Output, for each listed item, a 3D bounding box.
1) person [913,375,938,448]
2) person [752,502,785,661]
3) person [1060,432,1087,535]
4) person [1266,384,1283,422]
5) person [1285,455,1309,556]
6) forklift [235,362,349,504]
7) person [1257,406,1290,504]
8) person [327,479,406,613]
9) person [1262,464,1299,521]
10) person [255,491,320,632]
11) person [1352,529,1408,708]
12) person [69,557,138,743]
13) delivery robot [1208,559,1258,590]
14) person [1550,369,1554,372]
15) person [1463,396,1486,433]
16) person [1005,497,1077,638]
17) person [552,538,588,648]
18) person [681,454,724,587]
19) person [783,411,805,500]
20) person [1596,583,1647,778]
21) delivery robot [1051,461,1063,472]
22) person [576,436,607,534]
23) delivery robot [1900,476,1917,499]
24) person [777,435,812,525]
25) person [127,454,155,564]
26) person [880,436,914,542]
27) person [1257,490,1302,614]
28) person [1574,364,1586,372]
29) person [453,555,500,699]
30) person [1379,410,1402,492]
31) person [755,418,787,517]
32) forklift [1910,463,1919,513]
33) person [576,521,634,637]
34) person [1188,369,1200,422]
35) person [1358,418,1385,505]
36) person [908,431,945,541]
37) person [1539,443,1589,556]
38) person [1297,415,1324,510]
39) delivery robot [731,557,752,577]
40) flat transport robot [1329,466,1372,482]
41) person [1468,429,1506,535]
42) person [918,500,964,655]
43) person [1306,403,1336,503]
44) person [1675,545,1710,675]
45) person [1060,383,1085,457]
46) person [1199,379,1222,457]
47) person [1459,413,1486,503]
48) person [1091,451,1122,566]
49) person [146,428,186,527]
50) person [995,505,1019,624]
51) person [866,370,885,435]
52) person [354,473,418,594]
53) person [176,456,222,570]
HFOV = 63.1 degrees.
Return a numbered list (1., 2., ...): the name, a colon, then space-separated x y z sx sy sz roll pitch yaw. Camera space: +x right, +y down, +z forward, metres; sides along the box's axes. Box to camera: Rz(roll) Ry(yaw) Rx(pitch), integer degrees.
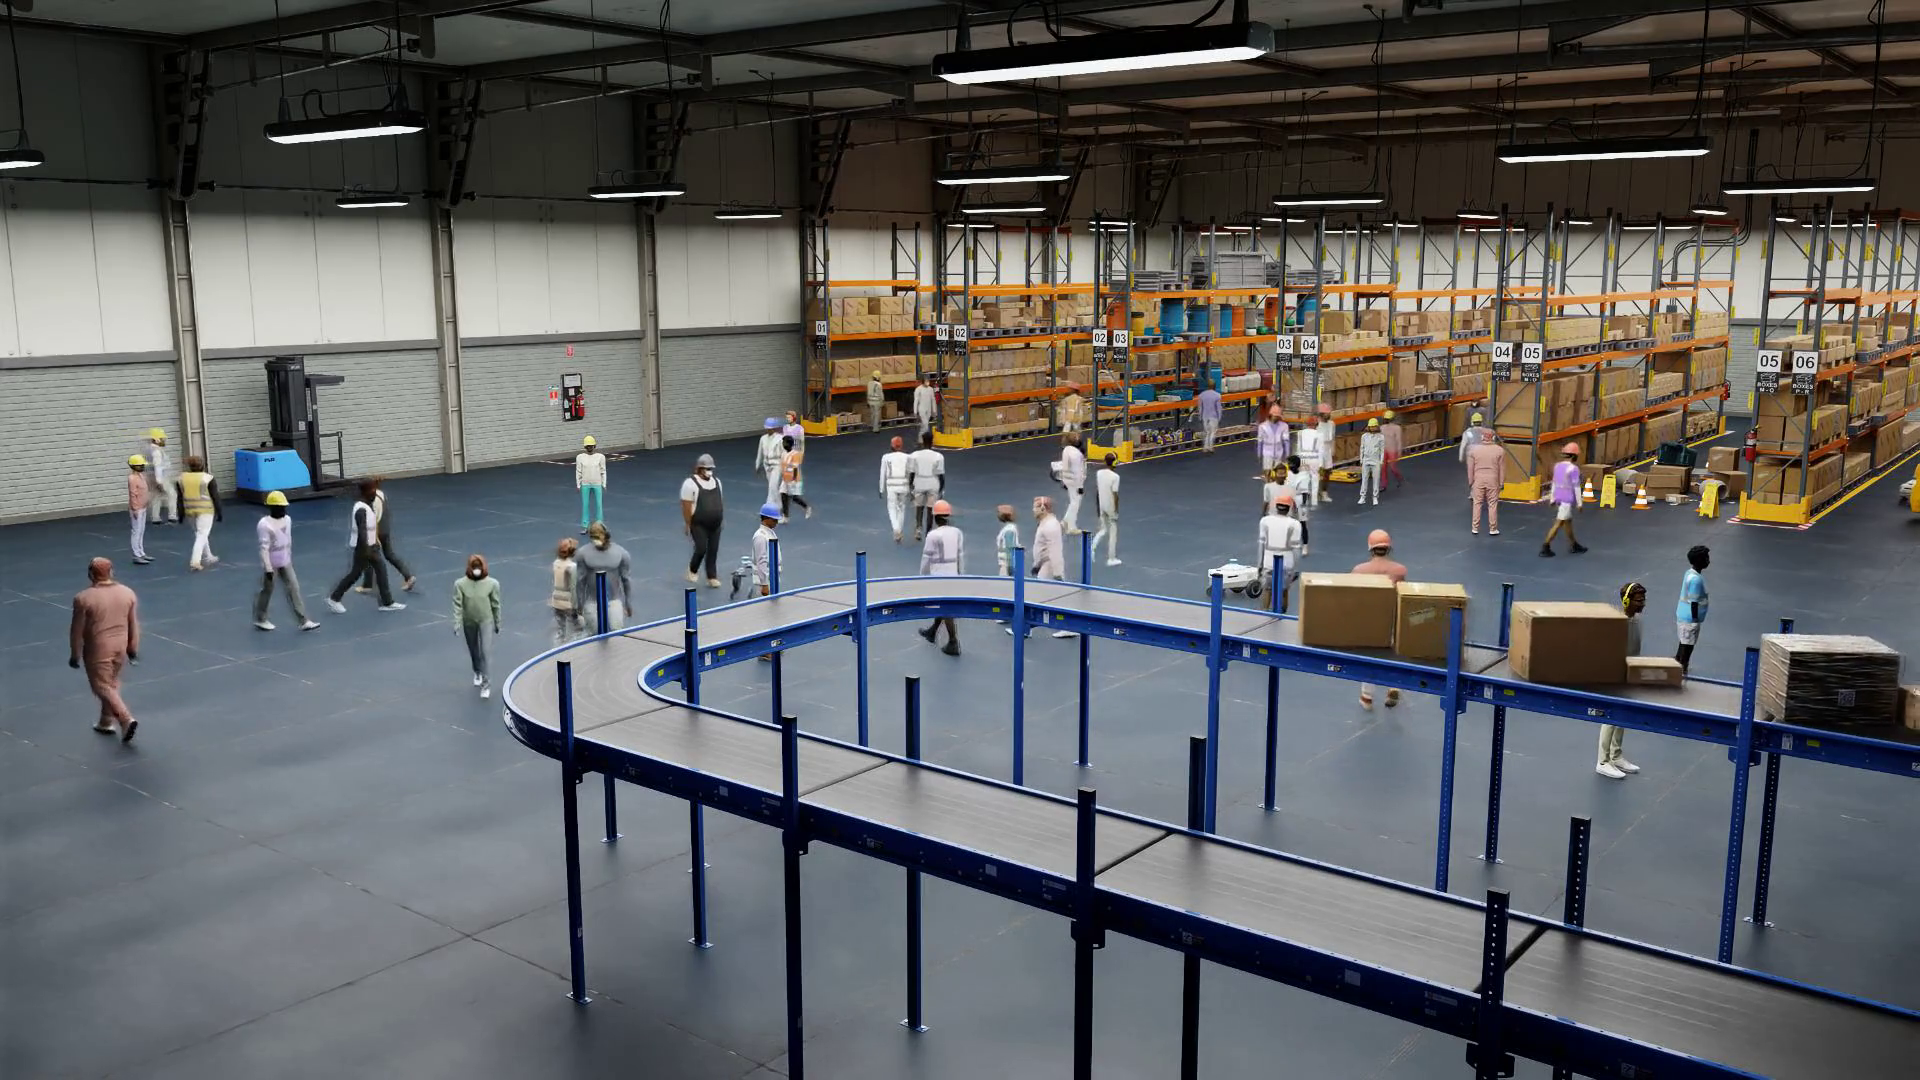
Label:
1. person: -0.820 -3.345 40.926 0.928 1.901 0.661 10 14 43
2. person: -2.357 0.494 19.229 0.402 1.938 0.604 1 10 3
3. person: 2.063 -1.013 28.008 0.448 1.830 0.656 -3 11 -18
4. person: 8.403 -3.380 41.949 0.535 1.615 0.667 8 13 39
5. person: 5.527 -0.567 25.937 0.612 1.670 0.603 -6 12 -29
6. forklift: -13.803 -2.244 32.110 1.129 2.768 1.873 8 13 37
7. person: 6.325 -1.709 31.507 0.613 1.973 1.065 0 10 -1
8. person: -8.352 0.075 21.804 0.994 1.874 0.605 -2 10 -11
9. person: 4.877 -0.247 23.742 0.516 1.821 0.979 -1 10 -7
10. person: -8.950 0.286 20.574 1.017 1.871 0.607 4 11 20
11. person: 4.559 0.881 16.967 0.631 1.978 0.653 0 10 0
12. person: -8.678 1.106 15.940 0.860 1.881 0.640 5 11 24
13. delivery robot: 3.983 0.523 22.814 0.707 0.478 0.477 -5 11 -24
14. person: 18.451 -4.677 48.737 0.954 1.789 0.648 -2 10 -11
15. person: 12.528 -2.699 38.095 0.497 1.617 0.375 8 13 38
16. person: 1.060 0.365 20.185 0.986 1.853 0.653 1 10 4
17. person: -4.634 0.787 18.459 0.528 1.622 0.408 9 13 40
18. person: -3.787 -0.273 23.379 0.538 2.000 0.705 10 14 44
19. person: -3.406 -1.728 31.995 0.570 1.844 0.379 8 13 38
20. person: 6.299 1.314 14.843 0.516 1.864 0.319 -10 14 -44
21. delivery robot: 2.405 -1.633 34.951 0.707 0.478 0.477 -1 10 -5
22. person: -6.606 -0.987 28.049 0.534 1.767 0.314 -2 10 -9
23. delivery robot: 19.311 -1.044 31.635 0.707 0.478 0.477 -9 13 -41
24. person: -3.106 -1.133 29.117 0.630 1.674 0.538 -9 14 -42
25. person: -13.289 -0.508 25.353 0.331 1.768 0.526 -2 10 -11
26. person: -1.074 -0.869 27.098 0.596 1.865 0.704 -2 10 -10
27. person: 4.135 0.311 20.307 0.566 1.919 0.529 5 11 24
28. person: 18.974 -4.554 47.808 0.946 1.890 0.555 -10 14 -44
29. person: -5.462 0.930 17.745 0.502 1.591 0.868 -1 10 -8
30. person: 9.133 -1.905 33.271 0.570 1.743 0.520 9 14 43
31. person: -3.647 -1.358 29.720 0.667 1.904 0.937 7 13 36
32. forklift: 19.034 -1.348 28.998 2.313 2.155 1.214 8 13 37
33. person: -4.088 0.710 18.069 0.668 1.918 0.647 -1 10 -7
34. person: 7.208 -4.429 47.865 0.503 1.614 0.673 6 12 32
35. person: 8.281 -1.583 31.467 0.483 1.745 0.304 5 11 25
36. person: -0.576 -0.909 27.099 0.656 1.940 0.438 1 10 7
37. person: 10.056 -0.675 25.976 1.009 1.887 0.568 -3 10 -15
38. person: 6.864 -1.524 30.821 0.581 1.860 0.530 7 13 36
39. delivery robot: -3.146 0.363 22.986 0.335 0.223 0.698 1 10 7
40. flat transport robot: 8.856 -1.501 35.271 0.652 0.197 1.431 7 12 36
41. person: 9.416 -1.041 27.968 0.639 1.905 0.407 5 11 26
42. person: -0.293 0.444 19.642 0.549 1.895 0.949 -10 14 -44
43. person: 7.340 -1.788 31.852 0.616 2.029 0.602 -6 12 -29
44. person: 8.261 0.893 17.660 0.322 1.697 0.534 4 11 20
45. person: 2.816 -3.000 39.250 0.561 1.833 1.170 5 11 26
46. person: 6.306 -3.082 39.384 0.629 1.946 0.380 8 13 38
47. person: 10.481 -1.696 31.929 0.626 1.796 0.847 0 10 0
48. person: 2.331 -0.494 25.050 0.627 1.847 0.536 -9 13 -41
49. person: -14.677 -1.158 28.905 0.679 1.810 0.597 -8 13 -38
50. person: 0.626 0.331 21.006 0.381 1.624 0.538 0 10 -1
51. person: -2.340 -3.883 44.205 0.496 1.811 0.616 -9 14 -42
52. person: -8.469 -0.100 22.961 0.914 1.811 0.523 1 10 7
53. person: -12.115 -0.440 24.899 0.644 1.803 0.952 1 10 6
